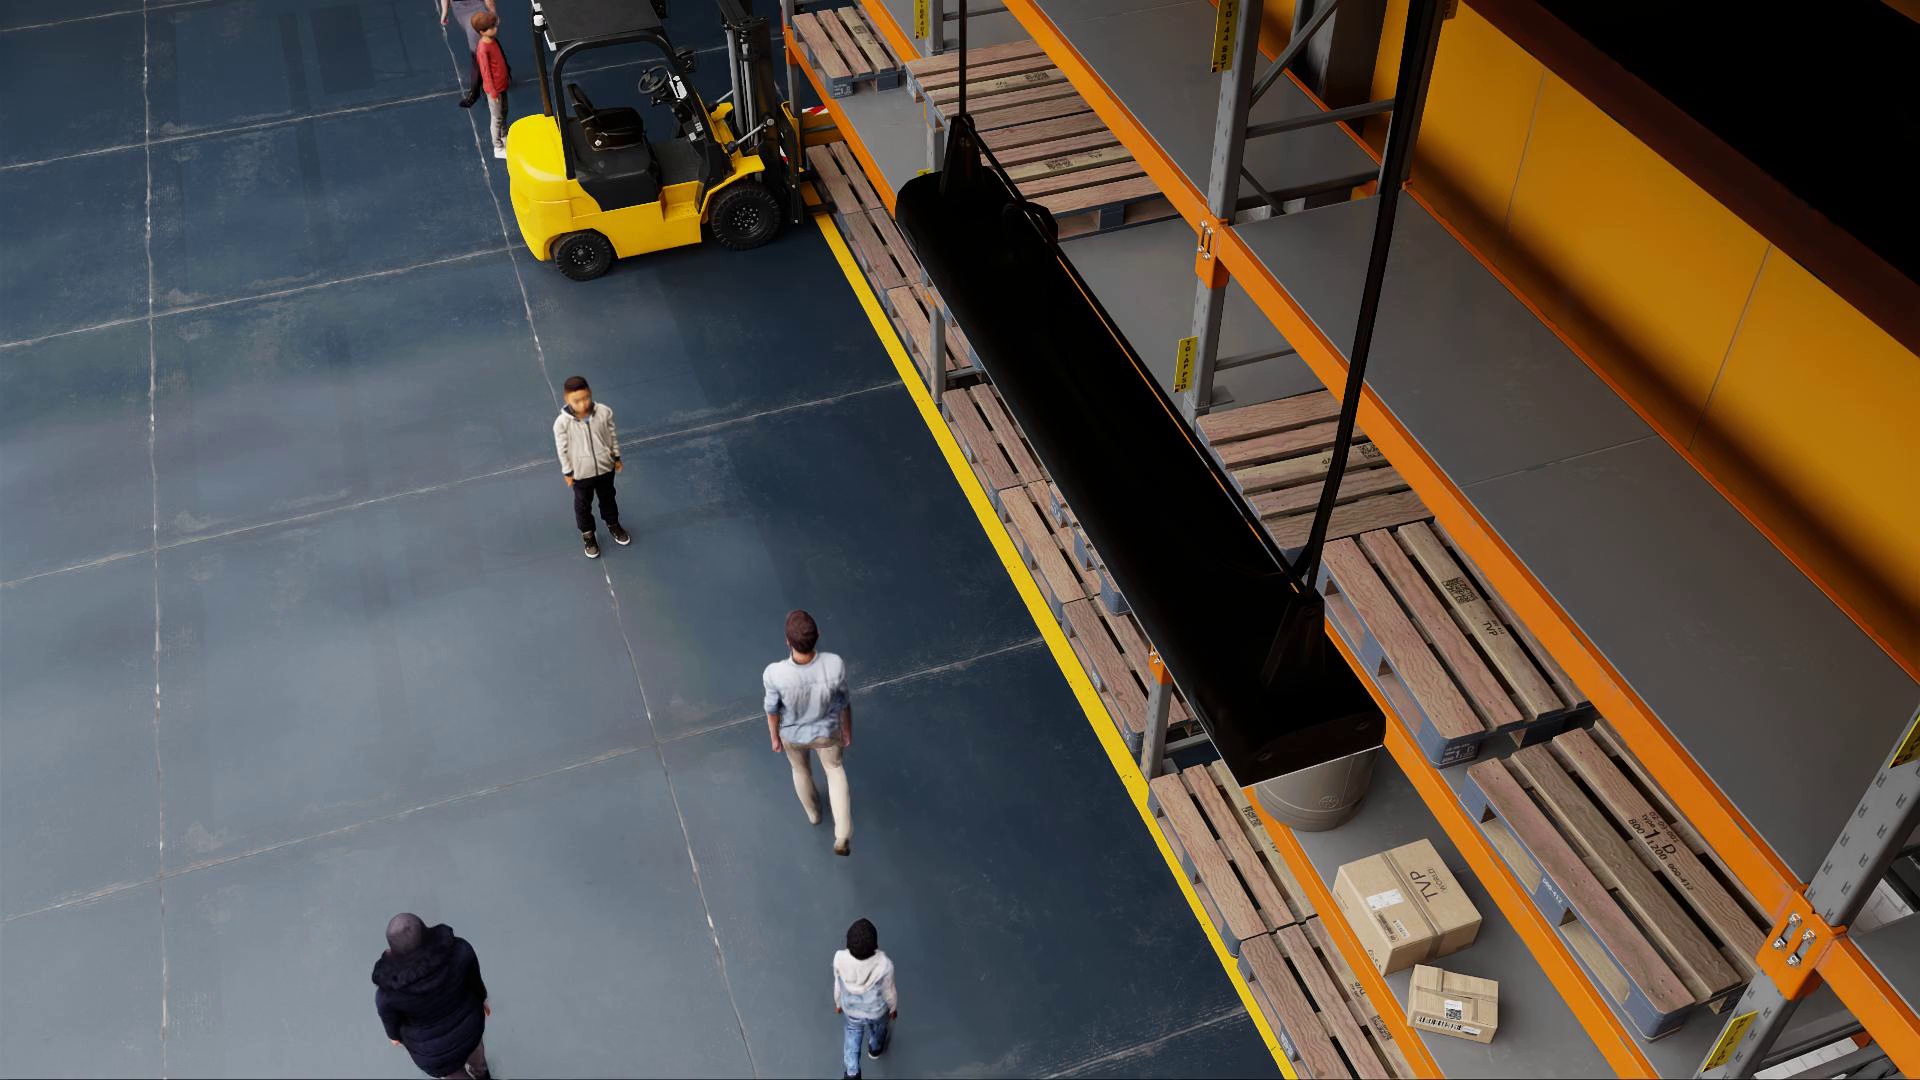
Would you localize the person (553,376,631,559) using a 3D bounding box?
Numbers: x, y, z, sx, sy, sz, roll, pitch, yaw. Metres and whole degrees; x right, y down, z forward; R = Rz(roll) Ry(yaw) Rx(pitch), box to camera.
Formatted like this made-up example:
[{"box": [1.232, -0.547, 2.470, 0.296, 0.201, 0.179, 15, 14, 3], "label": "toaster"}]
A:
[{"box": [-2.565, -0.538, 11.527, 0.622, 1.455, 0.581, -24, 48, -23], "label": "person"}]

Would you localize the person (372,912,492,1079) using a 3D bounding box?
[{"box": [-2.533, 2.441, 8.248, 0.783, 1.666, 0.769, 35, 53, 31], "label": "person"}]

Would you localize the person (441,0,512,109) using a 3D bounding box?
[{"box": [-4.651, -5.136, 16.166, 1.104, 1.715, 1.102, 24, 49, 23], "label": "person"}]

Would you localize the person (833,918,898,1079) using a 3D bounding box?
[{"box": [-0.503, 2.416, 8.578, 0.667, 1.245, 0.820, 5, 44, 5], "label": "person"}]

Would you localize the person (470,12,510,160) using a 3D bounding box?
[{"box": [-4.326, -4.232, 15.434, 0.632, 1.415, 0.514, 2, 44, 2], "label": "person"}]

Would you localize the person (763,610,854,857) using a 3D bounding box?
[{"box": [-0.840, 1.142, 9.491, 0.717, 1.831, 0.987, -10, 44, -10], "label": "person"}]
